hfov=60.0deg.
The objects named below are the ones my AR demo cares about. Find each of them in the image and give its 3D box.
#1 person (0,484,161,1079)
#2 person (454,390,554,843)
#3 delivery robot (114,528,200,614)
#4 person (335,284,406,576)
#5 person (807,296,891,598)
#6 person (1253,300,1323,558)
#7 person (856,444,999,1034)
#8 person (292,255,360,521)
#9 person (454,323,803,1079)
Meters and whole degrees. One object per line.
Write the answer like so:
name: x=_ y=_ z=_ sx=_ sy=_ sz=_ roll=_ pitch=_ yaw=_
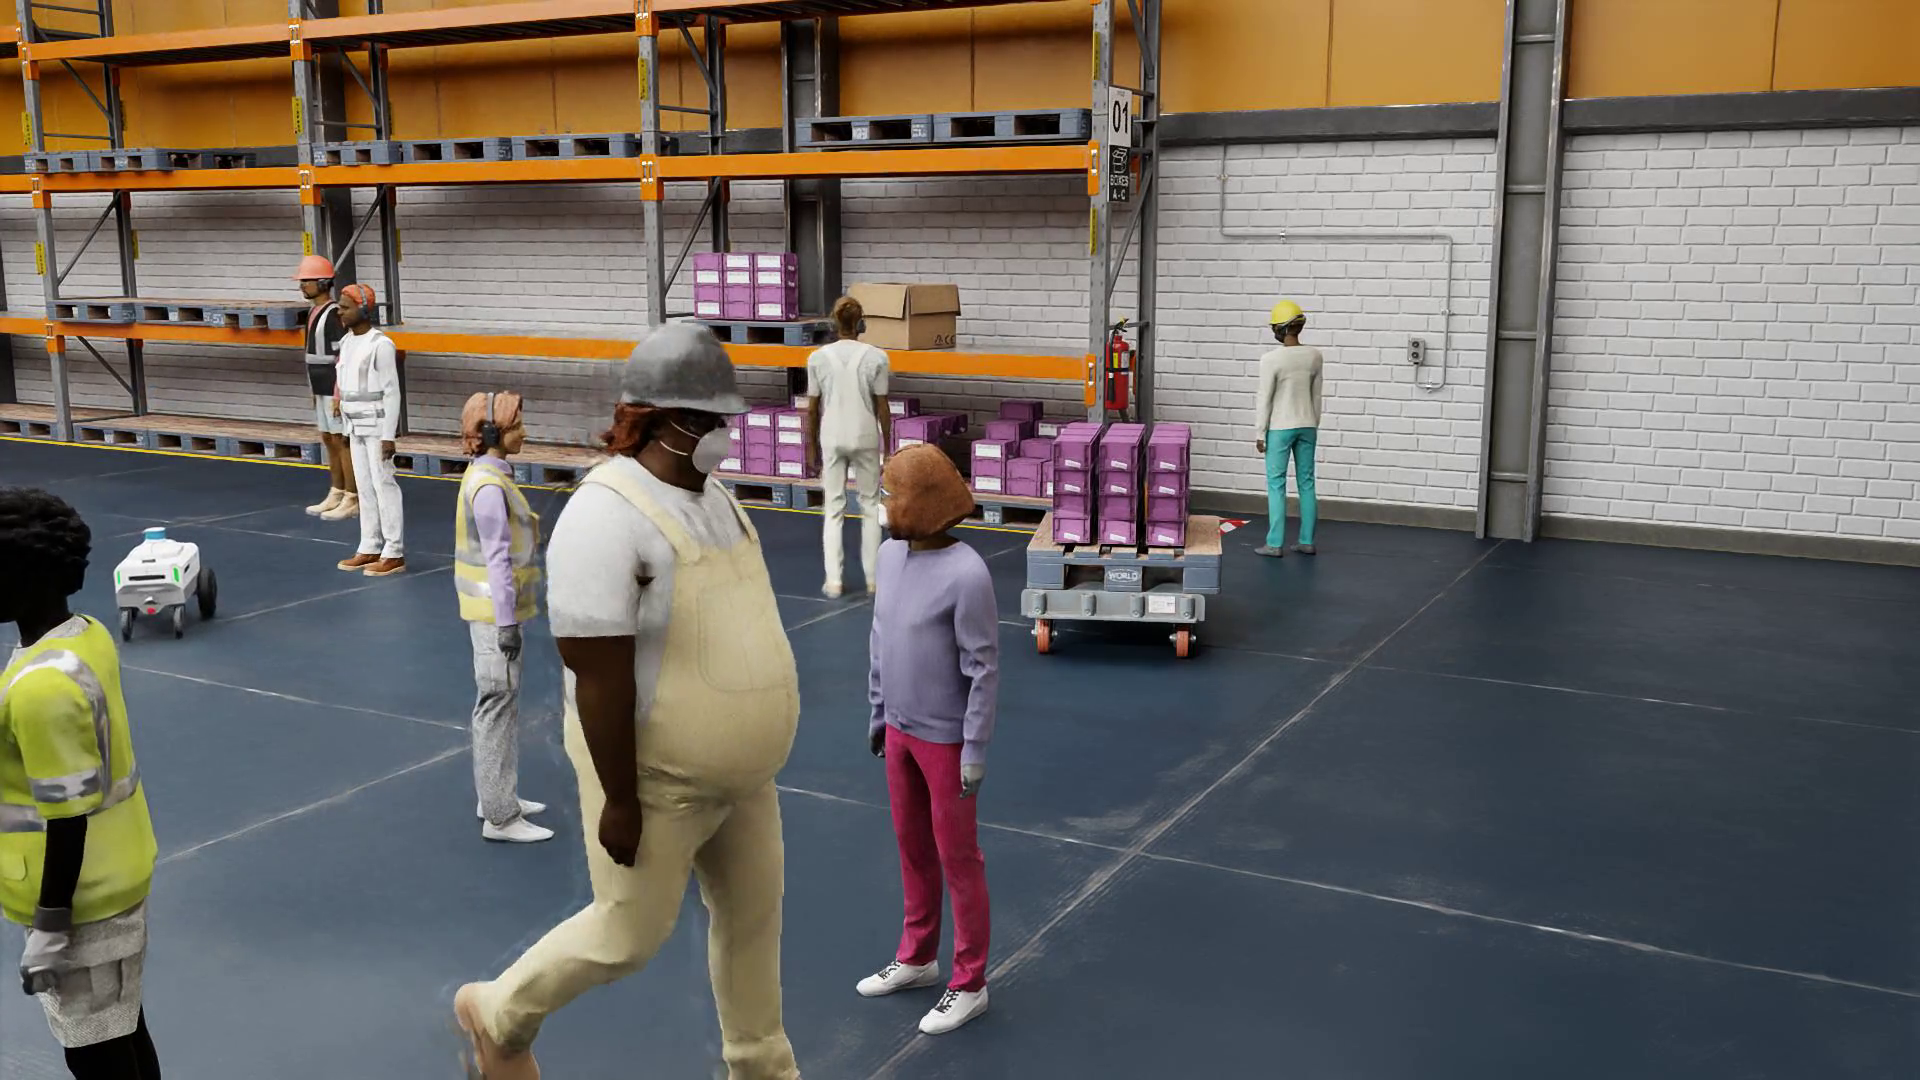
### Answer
person: x=-1.838 y=0.725 z=3.442 sx=0.320 sy=1.696 sz=0.532 roll=-4 pitch=11 yaw=-21
person: x=-1.673 y=0.277 z=6.053 sx=0.306 sy=1.639 sz=0.523 roll=-3 pitch=11 yaw=-18
delivery robot: x=-4.490 y=0.175 z=9.318 sx=0.477 sy=0.478 sz=0.707 roll=-3 pitch=11 yaw=-16
person: x=-3.833 y=-0.706 z=10.780 sx=0.575 sy=1.883 sz=0.362 roll=9 pitch=14 yaw=42
person: x=-0.668 y=-0.558 z=10.114 sx=0.528 sy=1.834 sz=0.403 roll=1 pitch=10 yaw=6
person: x=2.238 y=-0.753 z=11.386 sx=0.529 sy=1.761 sz=0.346 roll=-5 pitch=11 yaw=-25
person: x=-0.096 y=0.544 z=4.609 sx=0.280 sy=1.631 sz=0.507 roll=-8 pitch=13 yaw=-36
person: x=-4.905 y=-1.170 z=12.880 sx=0.395 sy=2.044 sz=0.609 roll=-8 pitch=13 yaw=-36
person: x=-0.773 y=0.454 z=3.985 sx=0.874 sy=2.000 sz=0.686 roll=4 pitch=11 yaw=22
